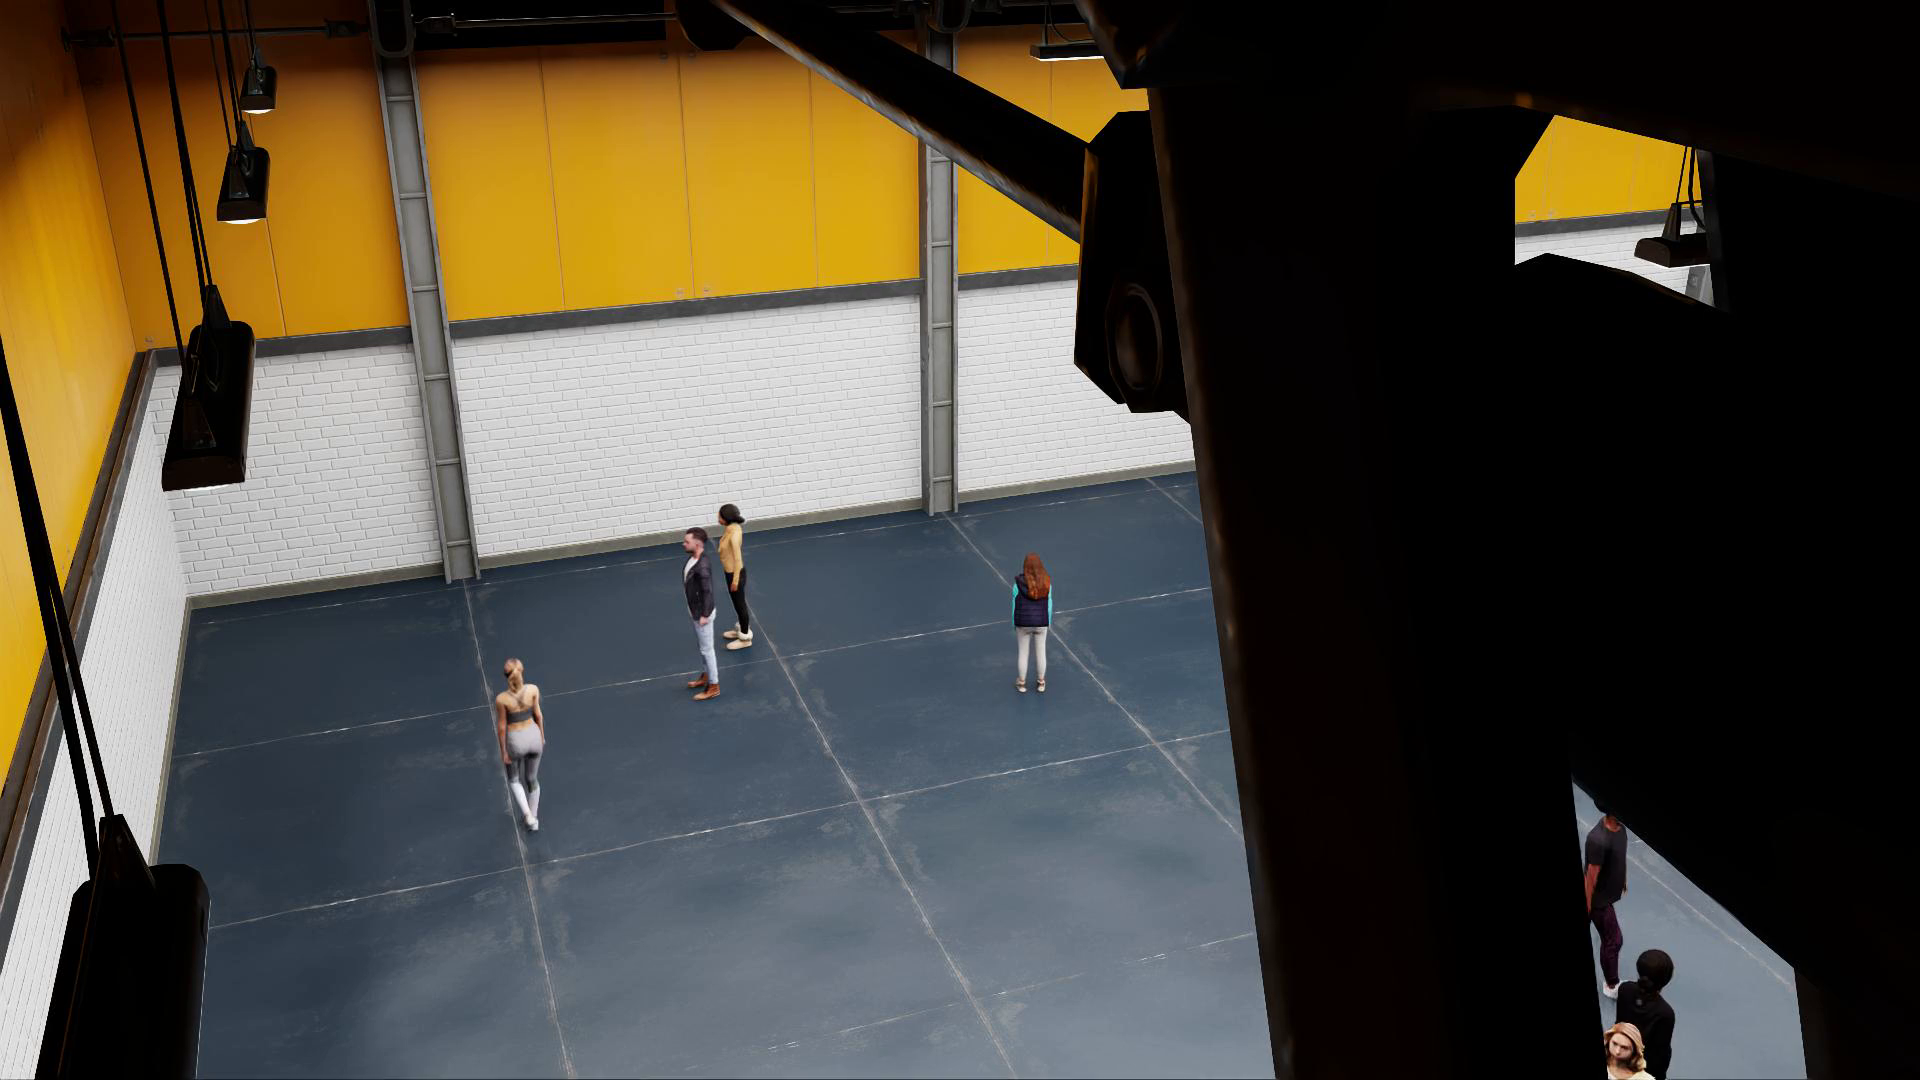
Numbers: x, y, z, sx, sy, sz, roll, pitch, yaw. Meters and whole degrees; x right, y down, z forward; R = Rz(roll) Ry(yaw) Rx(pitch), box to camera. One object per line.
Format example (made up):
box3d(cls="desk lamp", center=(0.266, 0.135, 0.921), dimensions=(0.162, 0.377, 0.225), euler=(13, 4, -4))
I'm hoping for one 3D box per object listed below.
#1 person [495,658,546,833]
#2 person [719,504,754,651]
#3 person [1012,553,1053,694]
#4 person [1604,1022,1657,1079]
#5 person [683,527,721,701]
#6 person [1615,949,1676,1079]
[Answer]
box3d(cls="person", center=(-3.766, 1.817, 14.420), dimensions=(0.705, 1.691, 0.682), euler=(-12, 26, -26))
box3d(cls="person", center=(-2.395, 0.364, 17.786), dimensions=(0.587, 1.658, 0.627), euler=(-4, 24, -9))
box3d(cls="person", center=(0.731, 0.836, 16.905), dimensions=(0.593, 1.498, 0.692), euler=(-1, 24, -2))
box3d(cls="person", center=(3.952, 3.653, 10.183), dimensions=(0.705, 1.722, 0.736), euler=(14, 27, 29))
box3d(cls="person", center=(-2.592, 0.715, 16.760), dimensions=(0.549, 1.836, 0.653), euler=(-7, 25, -16))
box3d(cls="person", center=(4.344, 3.411, 10.810), dimensions=(0.744, 1.662, 0.676), euler=(-14, 27, -30))
